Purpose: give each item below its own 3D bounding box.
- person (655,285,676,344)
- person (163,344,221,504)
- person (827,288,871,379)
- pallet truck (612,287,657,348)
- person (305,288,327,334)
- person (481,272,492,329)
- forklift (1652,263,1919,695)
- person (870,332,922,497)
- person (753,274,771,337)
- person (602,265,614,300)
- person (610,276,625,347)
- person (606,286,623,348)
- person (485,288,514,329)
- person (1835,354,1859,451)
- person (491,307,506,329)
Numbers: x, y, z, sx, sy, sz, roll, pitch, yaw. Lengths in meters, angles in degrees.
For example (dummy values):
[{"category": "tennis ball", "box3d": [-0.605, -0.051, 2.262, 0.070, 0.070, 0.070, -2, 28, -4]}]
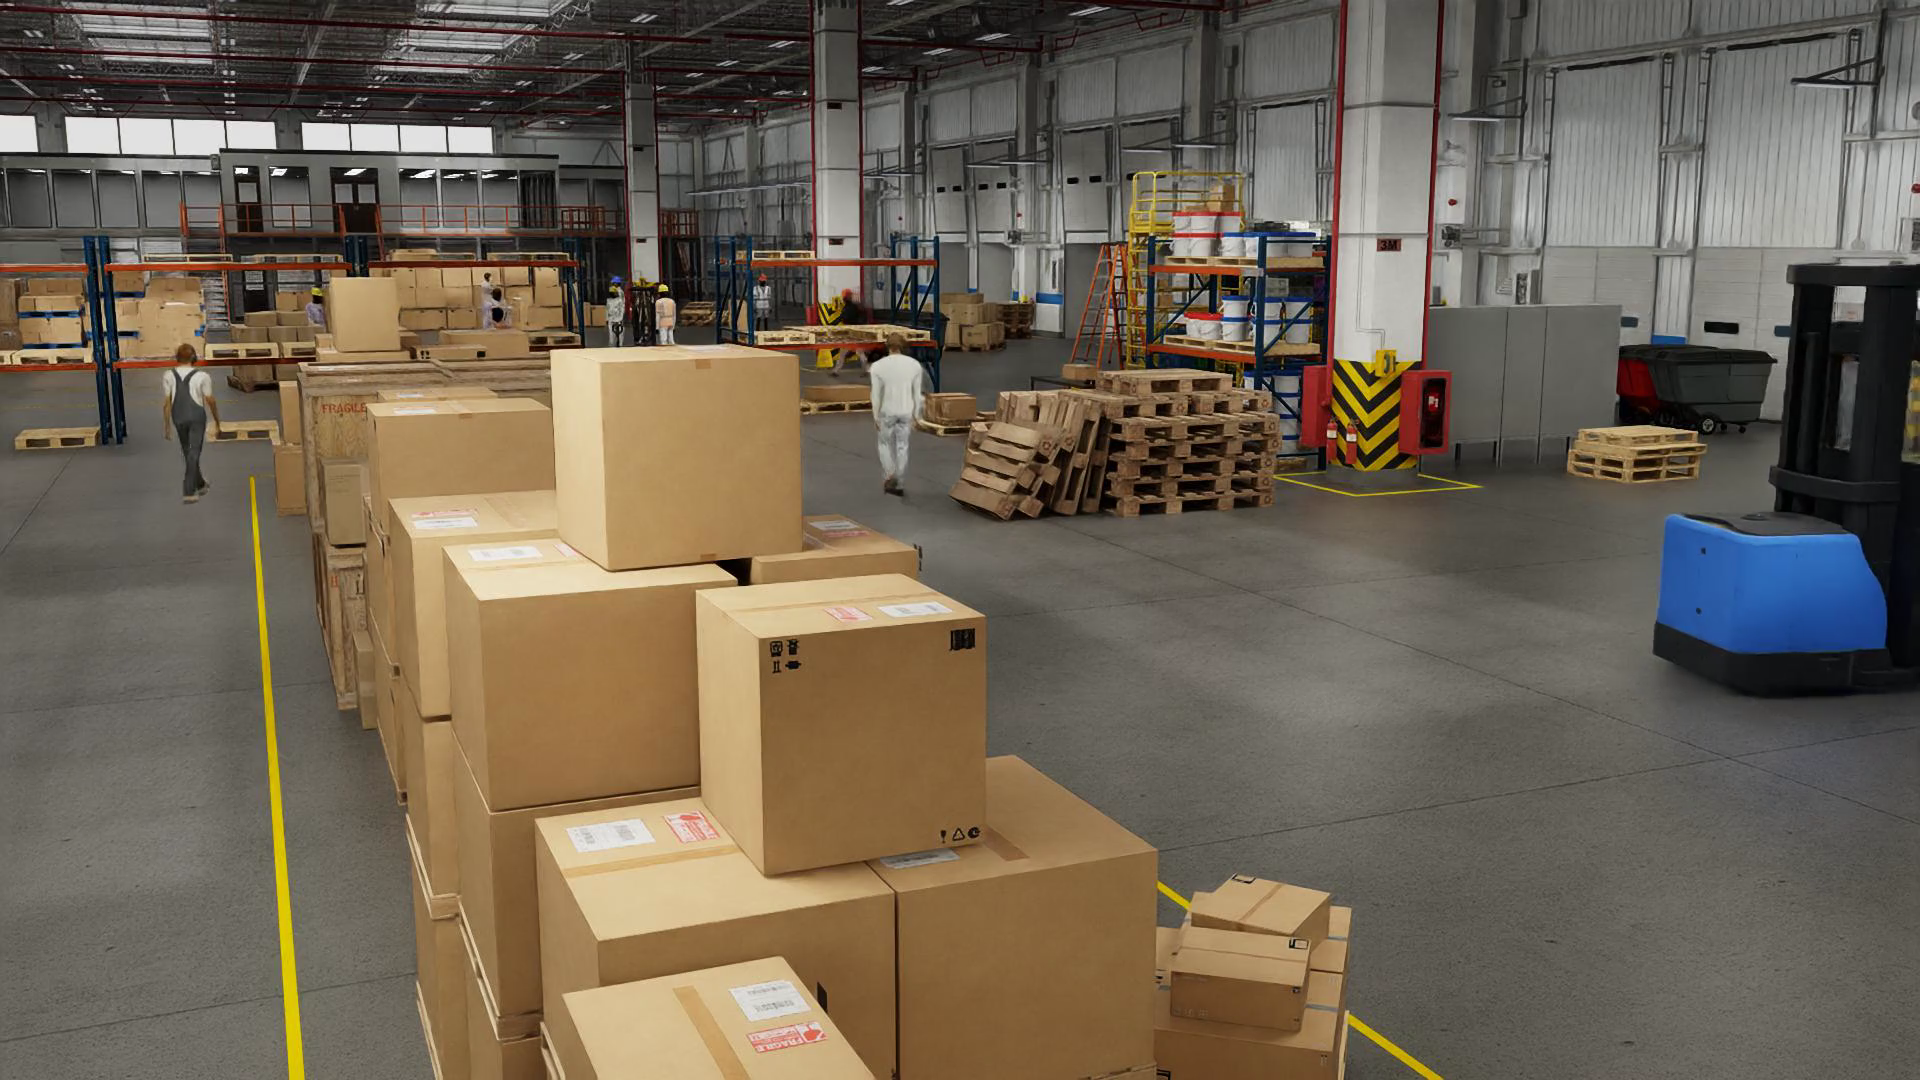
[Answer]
[{"category": "person", "box3d": [-6.946, -5.051, 39.195, 0.410, 1.918, 0.582, 8, 13, 38]}, {"category": "person", "box3d": [-8.778, -1.343, 19.071, 0.536, 1.789, 0.971, -1, 10, -5]}, {"category": "person", "box3d": [-2.336, -4.436, 35.768, 1.066, 1.937, 0.617, -8, 13, -37]}, {"category": "pallet truck", "box3d": [-6.464, -4.406, 35.401, 0.823, 1.965, 1.885, 6, 12, 32]}, {"category": "person", "box3d": [-14.184, -4.605, 36.787, 0.447, 1.908, 0.642, 3, 11, 15]}, {"category": "person", "box3d": [-15.016, -7.530, 52.830, 0.374, 1.932, 0.623, -3, 11, -16]}, {"category": "forklift", "box3d": [5.884, -0.458, 11.212, 1.873, 2.768, 1.129, -1, 10, -8]}, {"category": "person", "box3d": [-0.747, -1.463, 19.380, 0.641, 1.921, 0.442, -3, 11, -16]}, {"category": "person", "box3d": [-5.882, -6.952, 49.603, 0.551, 1.935, 0.375, -5, 11, -25]}, {"category": "person", "box3d": [-14.274, -10.126, 67.102, 0.648, 1.952, 0.772, 2, 11, 12]}, {"category": "person", "box3d": [-9.514, -6.352, 46.264, 0.392, 1.946, 0.614, -3, 11, -17]}, {"category": "person", "box3d": [-9.136, -5.830, 43.952, 0.487, 1.744, 0.297, 3, 11, 15]}, {"category": "person", "box3d": [-10.875, -5.063, 39.513, 0.774, 1.814, 0.643, 5, 12, 27]}, {"category": "person", "box3d": [9.266, -1.120, 17.461, 0.635, 1.936, 0.353, -1, 10, -7]}, {"category": "person", "box3d": [-8.911, -3.636, 32.038, 0.624, 1.671, 0.552, -1, 10, -7]}]
